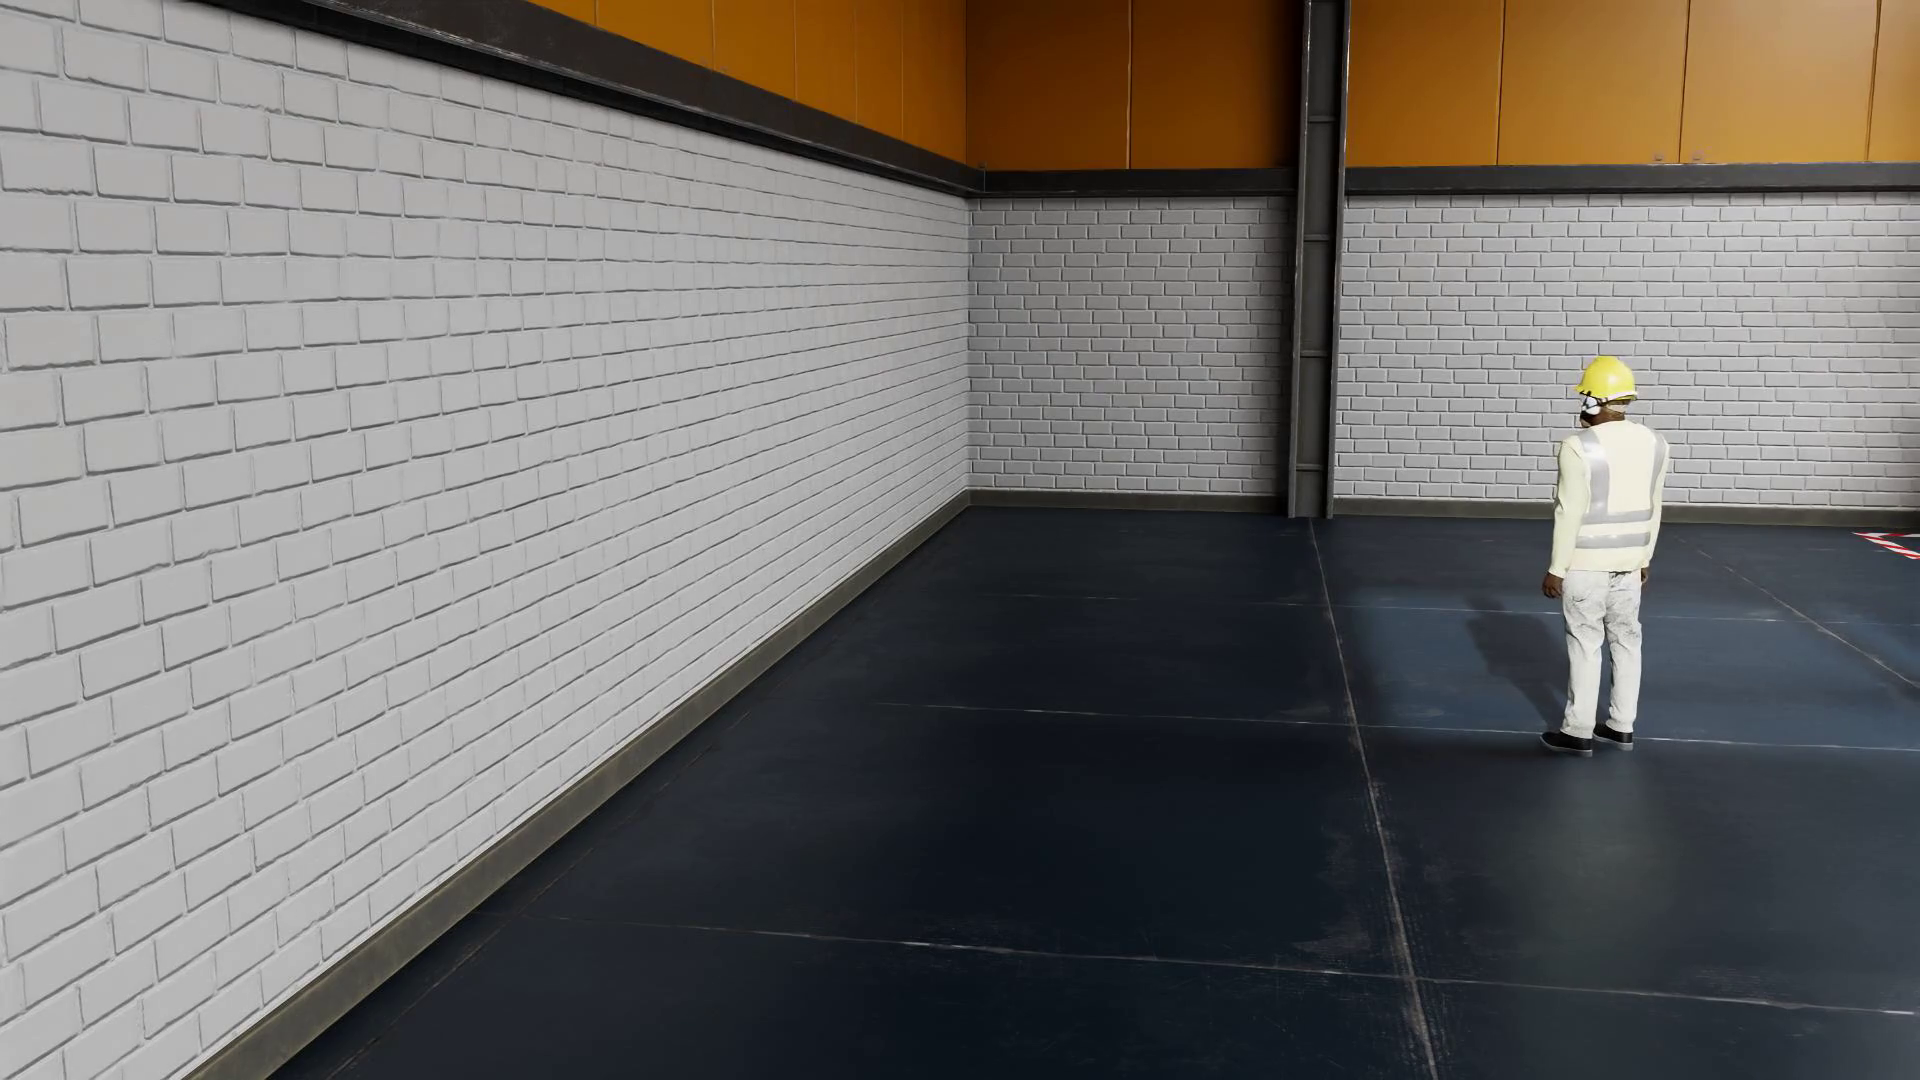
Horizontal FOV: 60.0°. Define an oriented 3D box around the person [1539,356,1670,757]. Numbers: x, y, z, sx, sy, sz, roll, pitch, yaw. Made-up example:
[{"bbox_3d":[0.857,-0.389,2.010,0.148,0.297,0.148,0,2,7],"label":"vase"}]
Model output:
[{"bbox_3d":[2.929,0.078,7.630,0.588,1.837,0.403,-4,10,-21],"label":"person"}]
